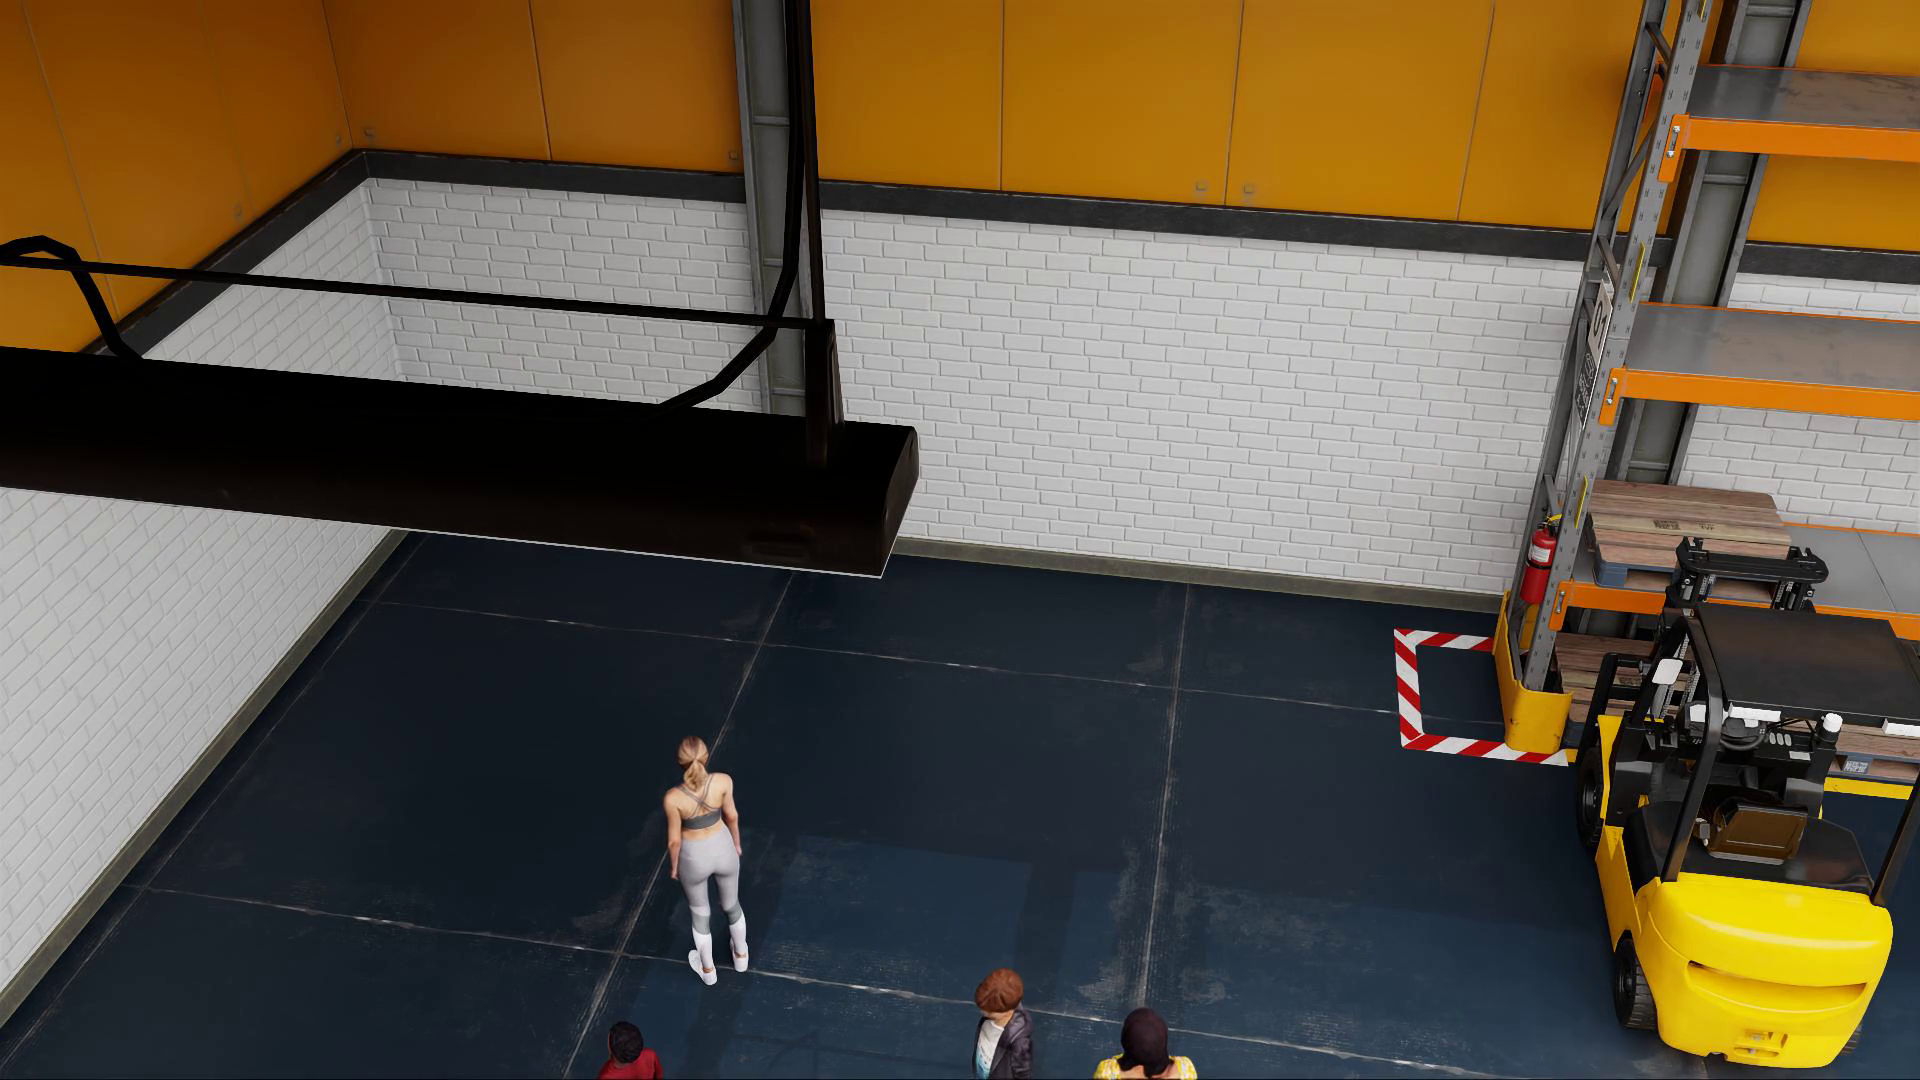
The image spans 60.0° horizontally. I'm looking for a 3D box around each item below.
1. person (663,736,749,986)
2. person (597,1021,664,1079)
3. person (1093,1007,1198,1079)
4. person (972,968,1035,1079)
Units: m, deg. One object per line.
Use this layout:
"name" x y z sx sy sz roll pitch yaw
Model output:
"person" -1.373 1.732 9.030 0.644 1.702 0.725 -15 36 -21
"person" -1.545 2.738 7.919 0.621 1.256 0.585 28 42 35
"person" 0.812 2.730 7.569 0.785 1.656 0.865 -4 34 -5
"person" 0.197 2.581 7.979 0.669 1.451 0.626 -15 37 -22
